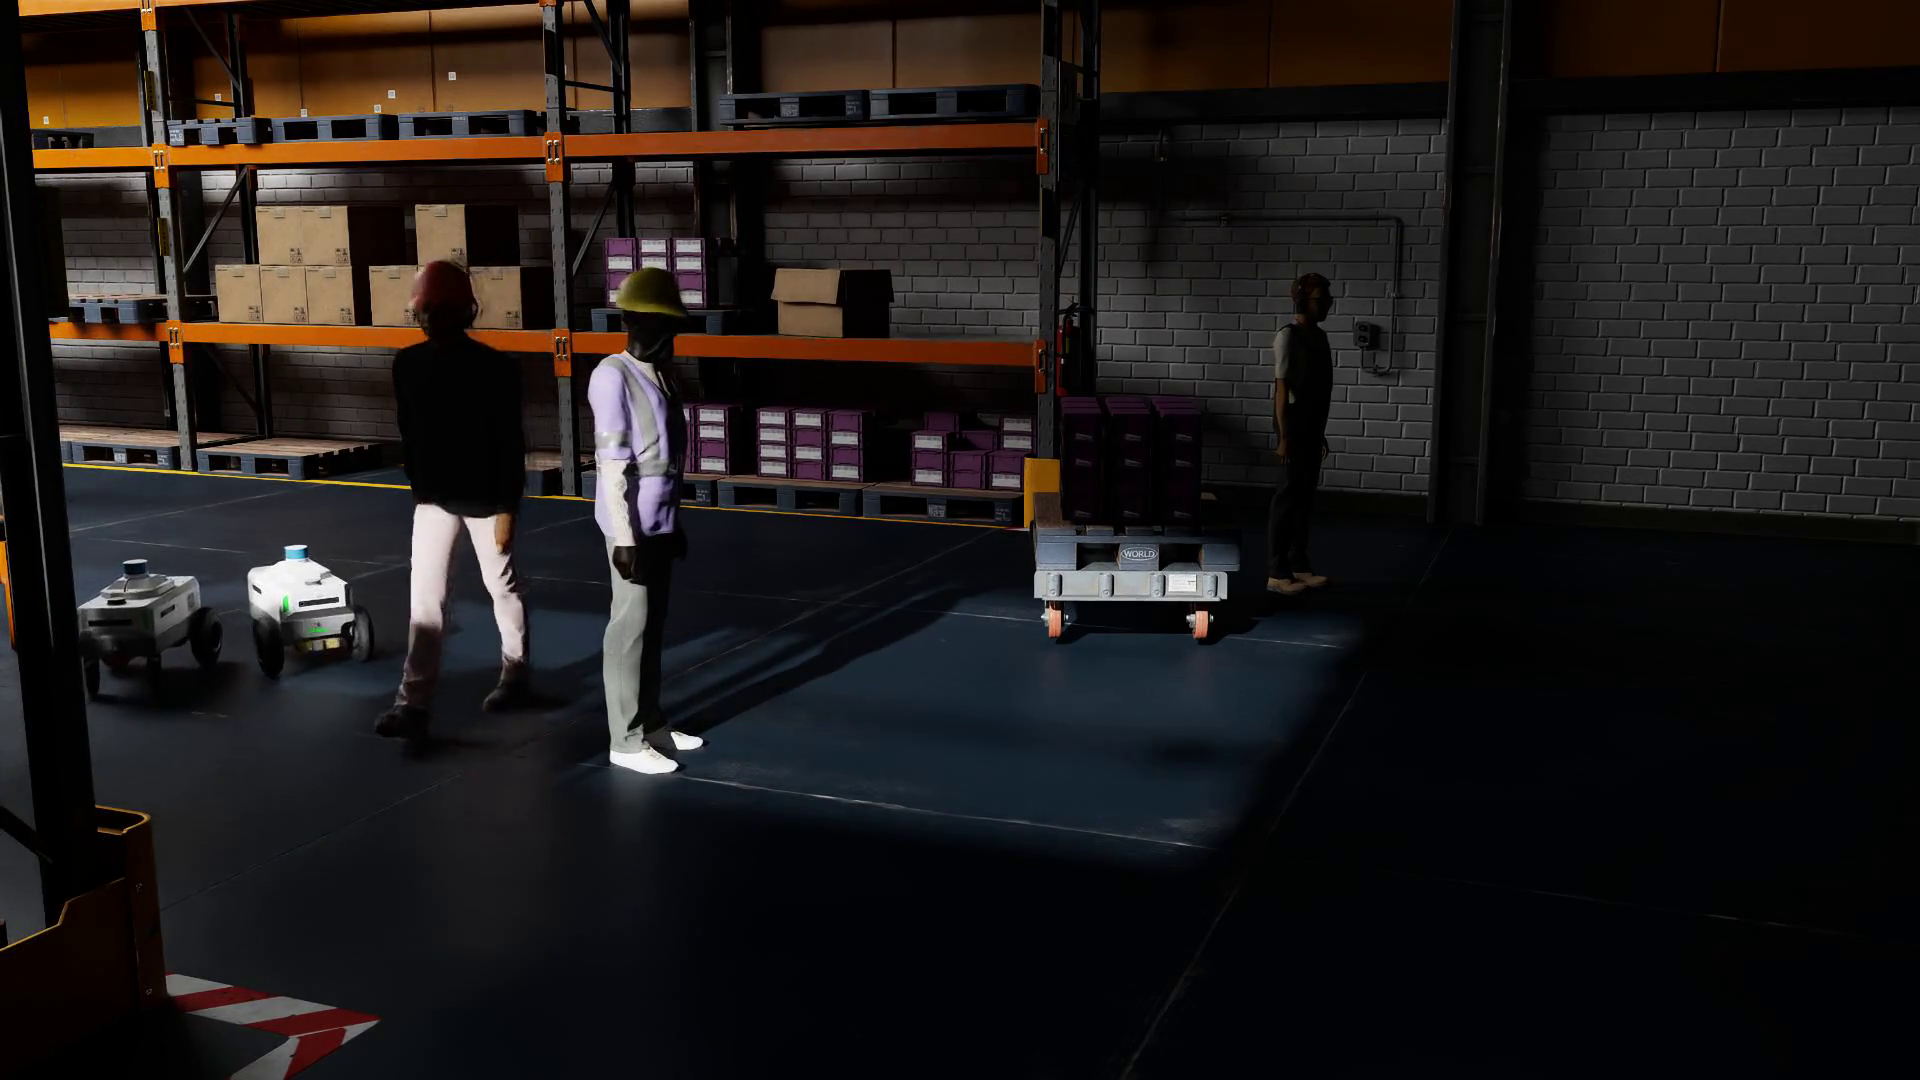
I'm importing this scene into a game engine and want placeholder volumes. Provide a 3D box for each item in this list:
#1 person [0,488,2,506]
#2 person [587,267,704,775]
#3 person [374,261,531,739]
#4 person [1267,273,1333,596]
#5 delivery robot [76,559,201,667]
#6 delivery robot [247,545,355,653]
[{"bbox_3d":[-7.378,-1.182,12.820,0.429,1.837,0.620,9,14,42],"label":"person"},{"bbox_3d":[-1.202,-0.079,6.415,0.378,1.927,0.584,2,10,10],"label":"person"},{"bbox_3d":[-2.072,-0.161,6.839,0.626,1.933,1.022,3,10,14],"label":"person"},{"bbox_3d":[1.977,-0.608,9.593,0.329,1.844,0.517,8,13,37],"label":"person"},{"bbox_3d":[-3.786,0.334,7.678,0.477,0.478,0.707,-1,10,-6],"label":"delivery robot"},{"bbox_3d":[-3.195,0.268,8.045,0.477,0.478,0.707,-7,12,-35],"label":"delivery robot"}]
